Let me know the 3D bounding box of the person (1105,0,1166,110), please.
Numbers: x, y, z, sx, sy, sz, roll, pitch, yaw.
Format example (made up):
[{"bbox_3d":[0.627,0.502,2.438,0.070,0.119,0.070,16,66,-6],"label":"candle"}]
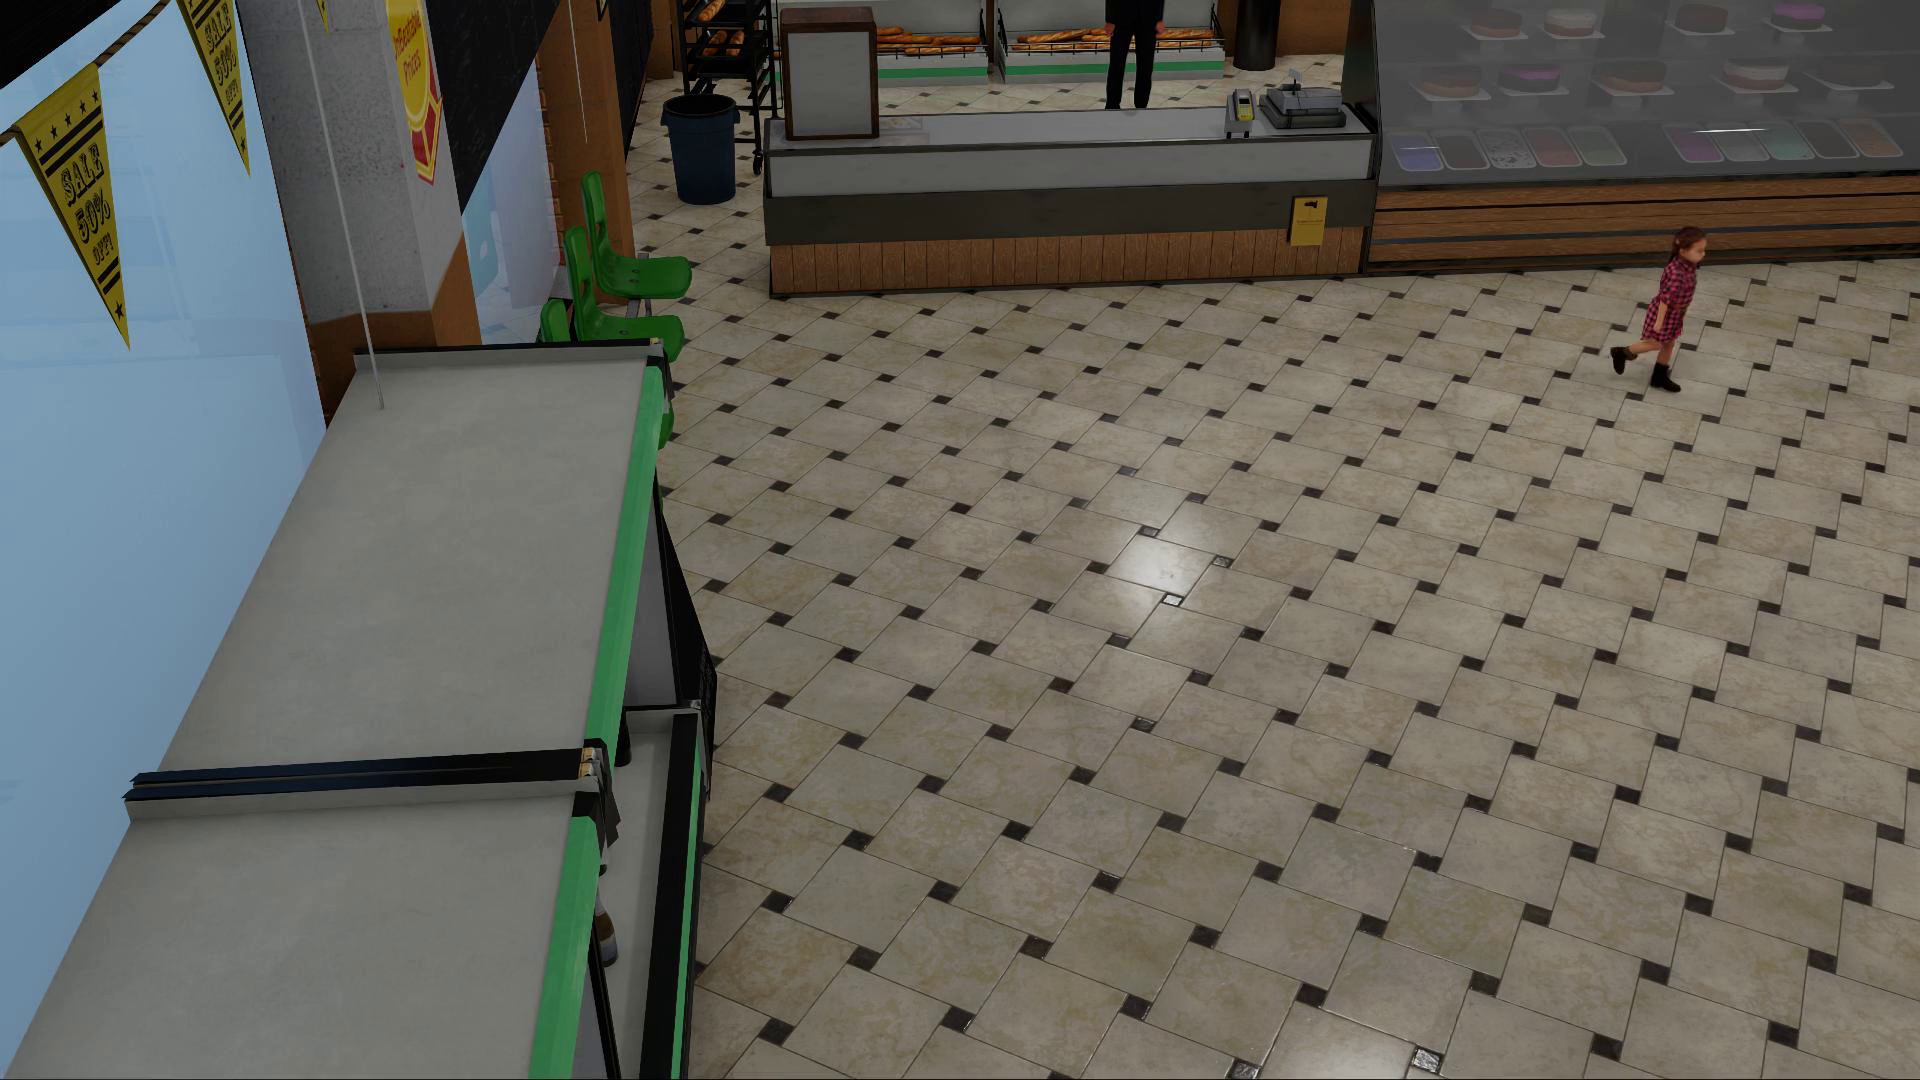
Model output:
[{"bbox_3d":[1.423,-4.240,13.468,0.633,1.867,0.552,-3,32,-4],"label":"person"}]

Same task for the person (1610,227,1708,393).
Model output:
[{"bbox_3d":[4.056,-1.346,9.628,0.704,1.011,0.654,20,37,28],"label":"person"}]
